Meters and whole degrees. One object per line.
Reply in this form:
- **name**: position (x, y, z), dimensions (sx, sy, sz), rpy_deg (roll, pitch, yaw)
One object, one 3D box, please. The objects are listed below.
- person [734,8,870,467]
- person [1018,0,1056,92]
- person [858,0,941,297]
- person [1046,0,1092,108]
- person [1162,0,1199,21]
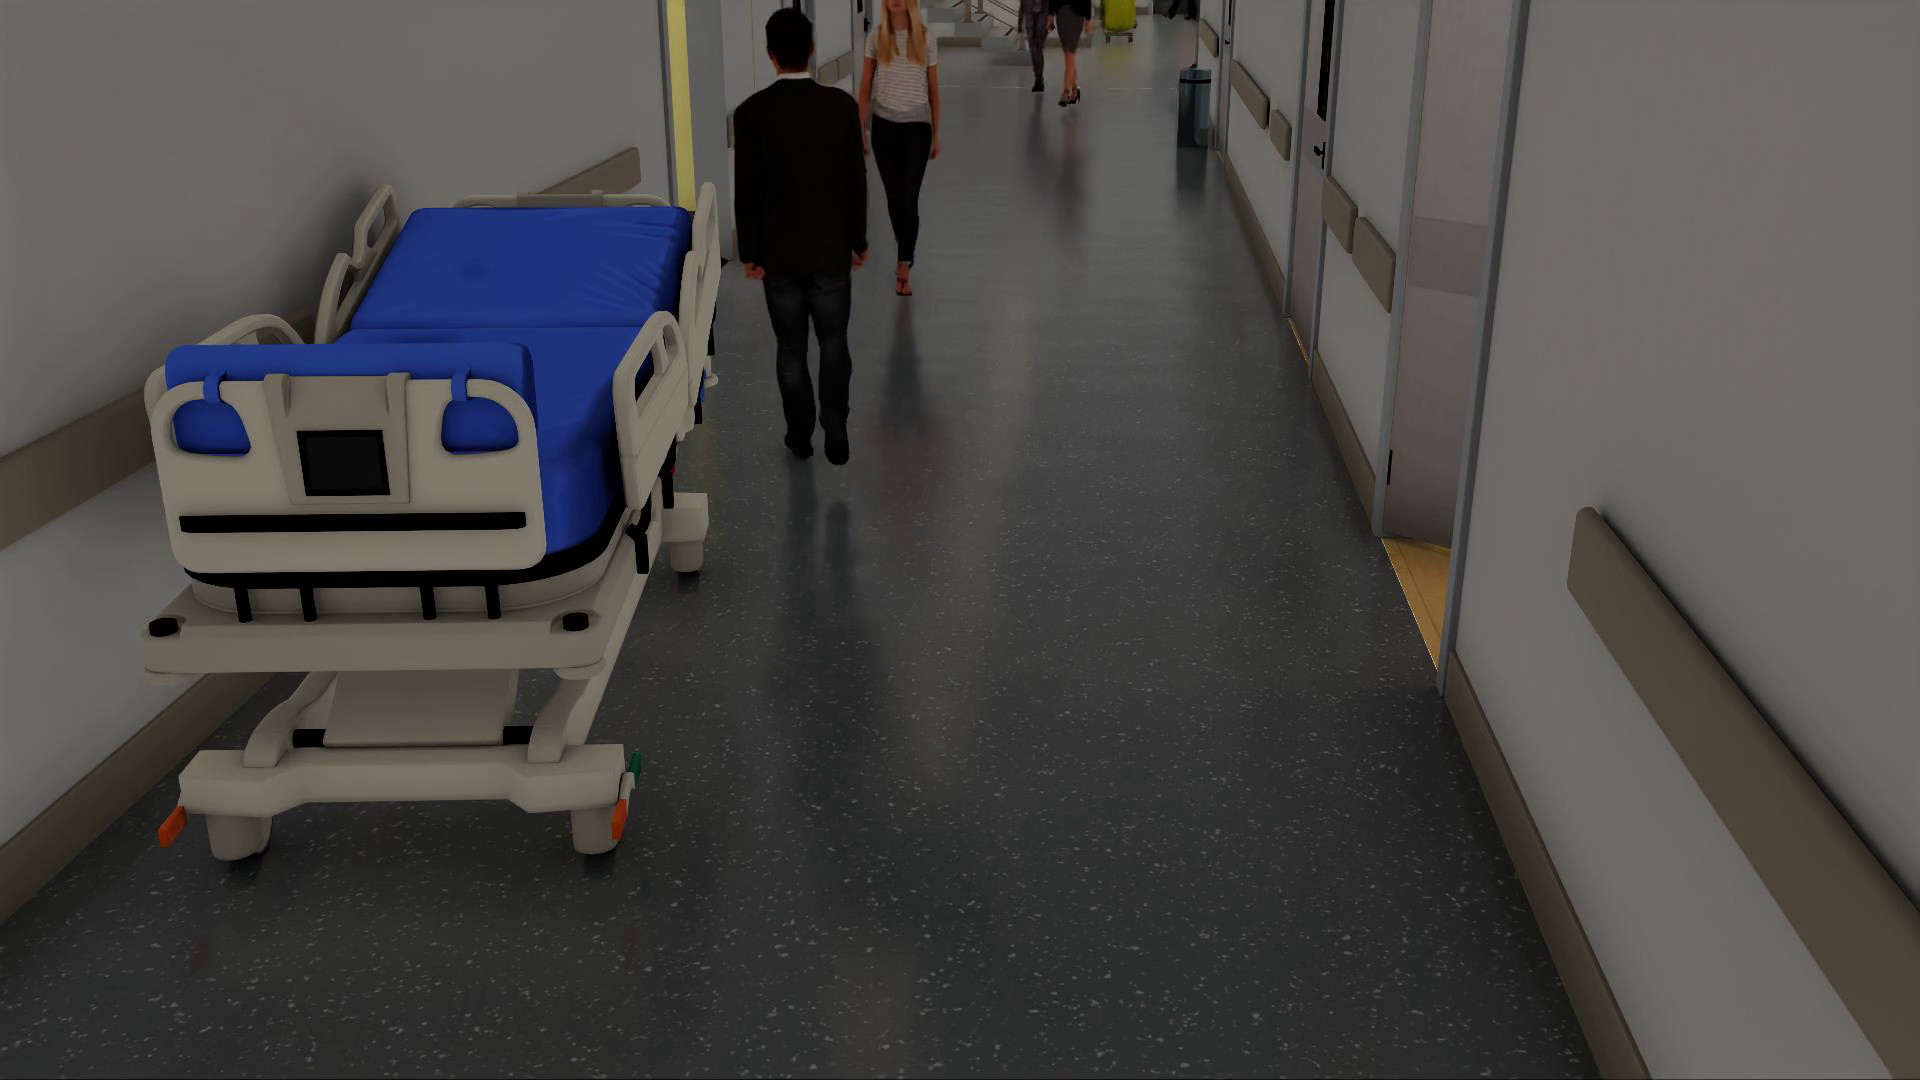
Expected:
- **person**: position (-0.594, -1.137, 6.537), dimensions (0.952, 1.788, 0.899), rpy_deg (-4, 21, -11)
- **person**: position (1.008, -6.439, 20.656), dimensions (0.713, 1.703, 0.784), rpy_deg (12, 24, 28)
- **person**: position (-0.346, -2.365, 9.795), dimensions (1.122, 1.777, 0.703), rpy_deg (1, 21, 3)
- **person**: position (1.301, -5.876, 19.024), dimensions (1.006, 1.806, 0.900), rpy_deg (11, 24, 28)
- **person**: position (4.726, -11.494, 34.100), dimensions (0.949, 1.632, 0.591), rpy_deg (1, 21, 4)
